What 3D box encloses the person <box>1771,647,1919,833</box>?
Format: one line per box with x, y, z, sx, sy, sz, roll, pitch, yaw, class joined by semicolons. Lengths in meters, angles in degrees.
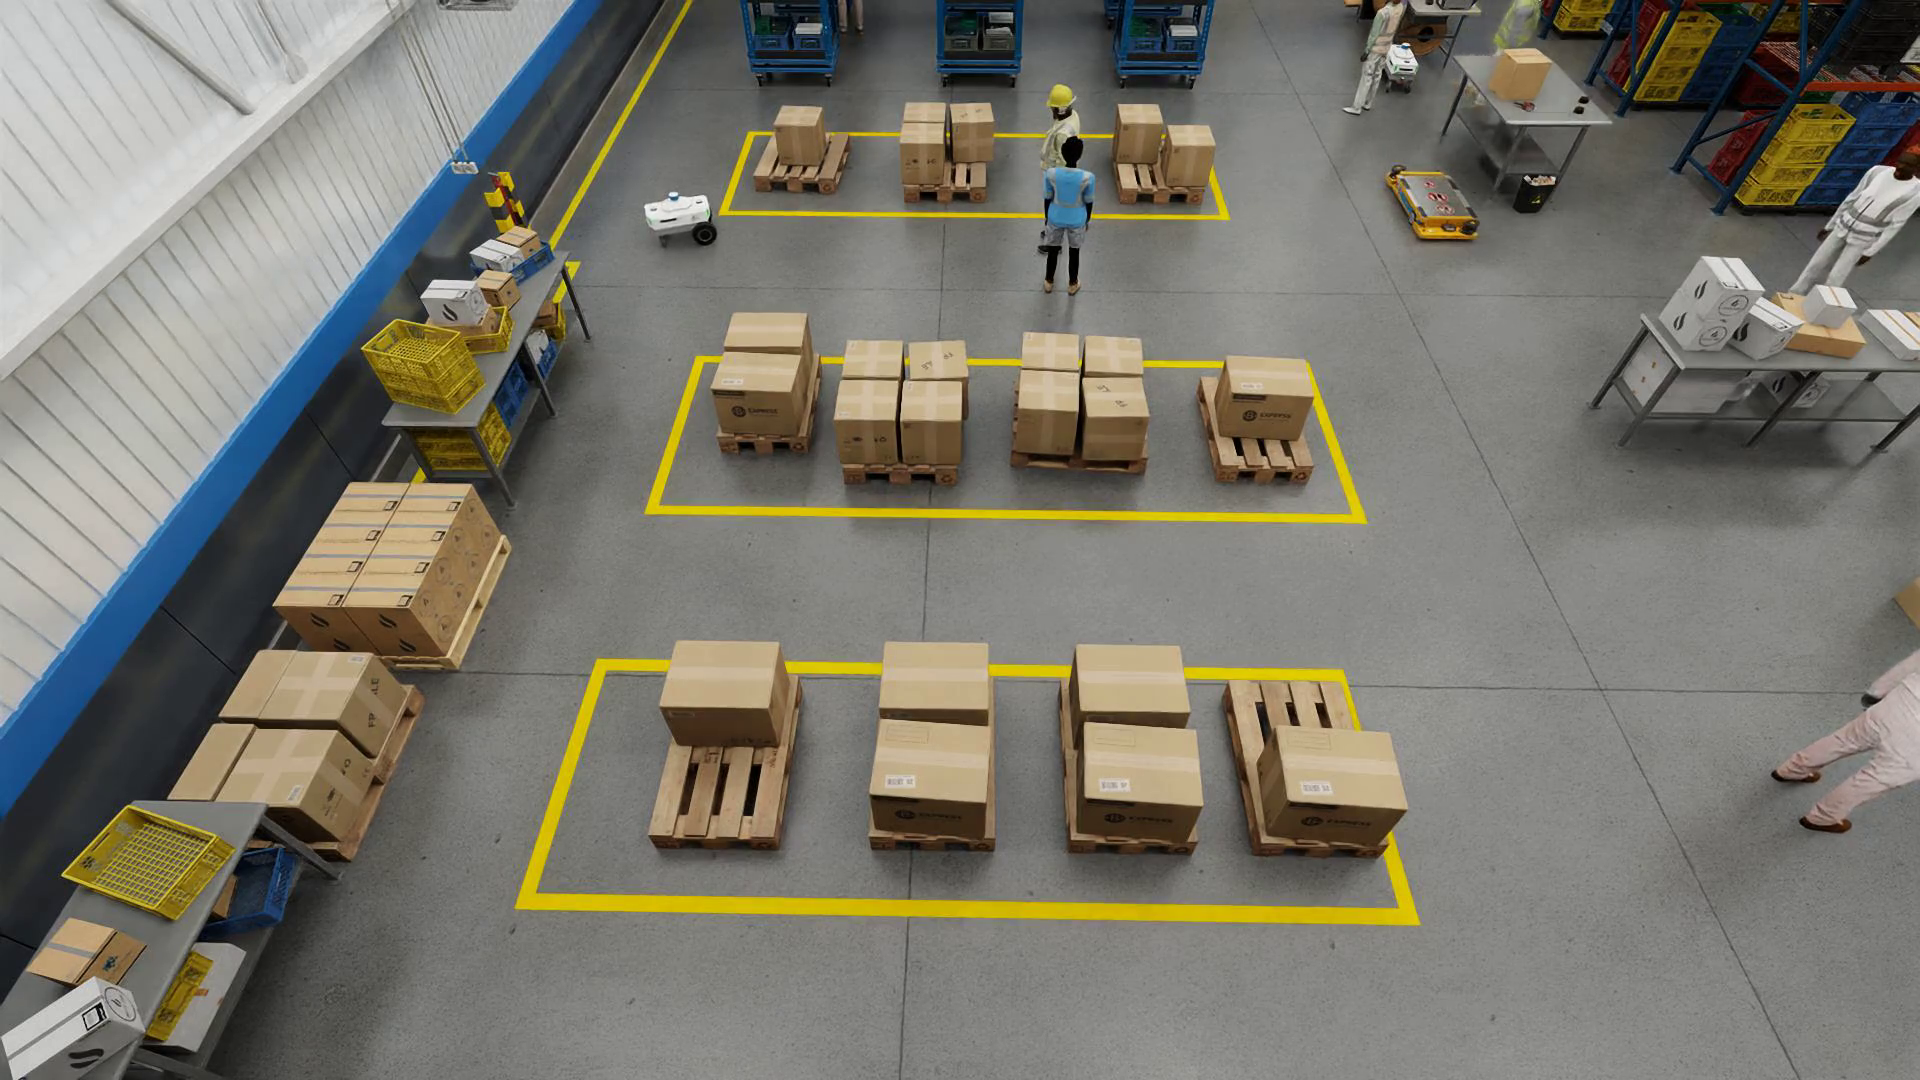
5.723;1.124;5.477;0.401;1.900;0.651;2;49;2;person

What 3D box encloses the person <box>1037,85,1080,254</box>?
1.065;-4.005;9.962;0.403;1.823;0.588;9;50;8;person

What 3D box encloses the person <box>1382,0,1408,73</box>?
6.331;-7.802;13.181;0.369;1.931;0.628;11;50;9;person

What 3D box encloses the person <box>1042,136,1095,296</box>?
1.101;-3.306;9.438;0.535;1.700;0.318;9;50;8;person

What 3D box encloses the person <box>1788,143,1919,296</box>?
8.834;-3.002;9.066;0.353;1.875;0.576;-12;50;-10;person

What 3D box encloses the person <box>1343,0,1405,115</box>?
5.612;-6.594;12.320;0.520;1.645;0.307;-30;55;-23;person

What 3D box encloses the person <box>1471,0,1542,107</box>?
7.365;-6.610;12.226;0.459;1.813;0.662;24;53;20;person

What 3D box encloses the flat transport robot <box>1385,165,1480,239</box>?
5.692;-4.094;11.059;0.652;0.197;1.431;1;49;1;flat transport robot

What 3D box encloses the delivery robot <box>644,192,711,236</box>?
-3.233;-3.739;10.505;0.707;0.478;0.477;-15;51;-12;delivery robot

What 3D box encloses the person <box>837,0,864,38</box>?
-1.726;-8.807;14.017;0.629;1.980;0.410;-18;51;-15;person

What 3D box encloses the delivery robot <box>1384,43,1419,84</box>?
6.372;-6.919;13.258;0.477;0.478;0.707;5;49;4;delivery robot
